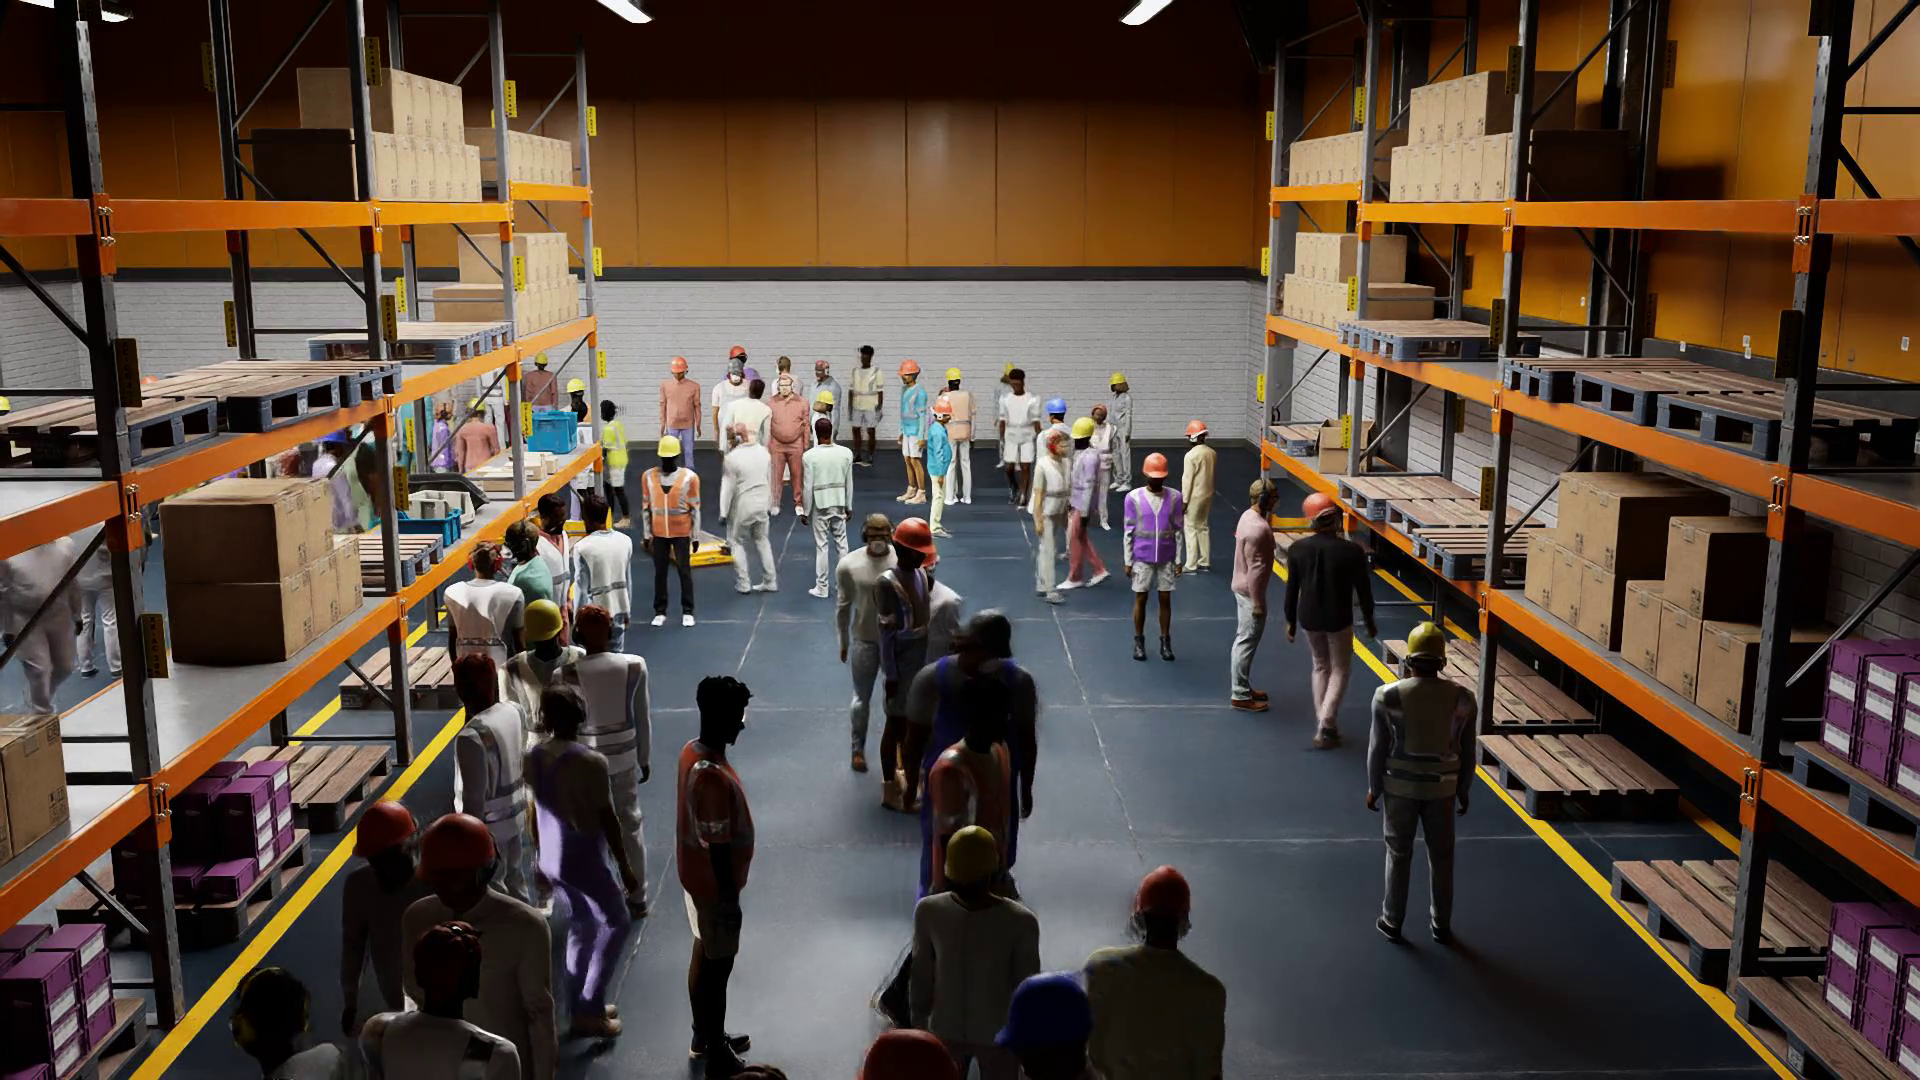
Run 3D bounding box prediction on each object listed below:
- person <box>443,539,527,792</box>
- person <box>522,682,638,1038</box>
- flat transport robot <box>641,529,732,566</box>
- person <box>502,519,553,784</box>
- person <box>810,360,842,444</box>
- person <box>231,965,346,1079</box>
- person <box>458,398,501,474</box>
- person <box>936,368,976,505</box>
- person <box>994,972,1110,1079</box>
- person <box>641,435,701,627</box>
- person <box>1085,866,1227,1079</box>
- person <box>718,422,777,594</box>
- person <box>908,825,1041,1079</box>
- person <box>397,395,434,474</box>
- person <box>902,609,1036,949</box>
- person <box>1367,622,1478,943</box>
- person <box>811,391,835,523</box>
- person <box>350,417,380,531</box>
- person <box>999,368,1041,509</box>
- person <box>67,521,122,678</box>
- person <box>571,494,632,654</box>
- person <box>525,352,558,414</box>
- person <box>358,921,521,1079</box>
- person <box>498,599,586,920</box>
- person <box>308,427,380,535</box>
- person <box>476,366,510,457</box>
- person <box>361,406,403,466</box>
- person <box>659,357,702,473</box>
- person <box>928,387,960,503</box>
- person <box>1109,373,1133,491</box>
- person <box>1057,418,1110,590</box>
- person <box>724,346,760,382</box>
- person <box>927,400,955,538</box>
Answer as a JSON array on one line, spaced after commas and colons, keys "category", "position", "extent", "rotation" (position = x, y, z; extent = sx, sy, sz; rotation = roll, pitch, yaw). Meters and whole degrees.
[{"category": "person", "position": [-3.281, 0.915, 11.570], "extent": [0.560, 1.836, 0.390], "rotation": [1, 11, 4]}, {"category": "person", "position": [-1.866, 1.596, 8.193], "extent": [0.579, 1.814, 0.391], "rotation": [7, 14, 33]}, {"category": "flat transport robot", "position": [-3.231, 0.067, 19.749], "extent": [0.652, 0.197, 1.431], "rotation": [-7, 13, -31]}, {"category": "person", "position": [-3.064, 0.805, 11.852], "extent": [0.372, 1.940, 0.632], "rotation": [-4, 12, -19]}, {"category": "person", "position": [-2.017, -1.708, 24.566], "extent": [0.400, 1.900, 0.646], "rotation": [-9, 14, -37]}, {"category": "person", "position": [-2.051, 2.205, 5.152], "extent": [0.896, 1.812, 0.624], "rotation": [2, 11, 11]}, {"category": "person", "position": [-6.112, -0.923, 21.112], "extent": [0.544, 1.735, 0.794], "rotation": [2, 11, 9]}, {"category": "person", "position": [-0.065, -1.436, 23.151], "extent": [0.590, 1.922, 0.390], "rotation": [-4, 12, -19]}, {"category": "person", "position": [0.463, 2.182, 5.097], "extent": [0.969, 1.895, 0.649], "rotation": [-4, 12, -19]}, {"category": "person", "position": [-2.839, -0.082, 16.366], "extent": [0.587, 1.917, 0.400], "rotation": [1, 11, 6]}, {"category": "person", "position": [0.704, 2.061, 6.180], "extent": [0.550, 1.716, 0.871], "rotation": [3, 12, 16]}, {"category": "person", "position": [-2.280, -0.329, 17.729], "extent": [0.435, 1.875, 0.651], "rotation": [9, 15, 39]}, {"category": "person", "position": [0.049, 1.954, 6.533], "extent": [0.533, 1.765, 0.330], "rotation": [3, 12, 14]}, {"category": "person", "position": [-7.602, -1.399, 22.989], "extent": [0.652, 1.904, 0.403], "rotation": [1, 11, 6]}, {"category": "person", "position": [0.046, 1.300, 9.113], "extent": [0.746, 2.000, 0.585], "rotation": [-1, 11, -4]}, {"category": "person", "position": [2.570, 1.363, 9.320], "extent": [0.592, 1.833, 0.404], "rotation": [1, 11, 5]}, {"category": "person", "position": [-1.790, -1.100, 21.921], "extent": [0.310, 1.735, 0.484], "rotation": [2, 12, 12]}, {"category": "person", "position": [-6.939, -0.674, 19.563], "extent": [0.515, 1.813, 0.795], "rotation": [-2, 11, -10]}, {"category": "person", "position": [0.826, -1.390, 22.842], "extent": [0.623, 1.943, 0.419], "rotation": [2, 11, 10]}, {"category": "person", "position": [-7.582, 0.353, 14.610], "extent": [0.566, 1.744, 0.350], "rotation": [0, 11, -1]}, {"category": "person", "position": [-2.779, 0.592, 13.008], "extent": [0.399, 1.906, 0.603], "rotation": [7, 13, 30]}, {"category": "person", "position": [-6.906, -2.226, 27.504], "extent": [0.529, 1.758, 0.352], "rotation": [-3, 12, -13]}, {"category": "person", "position": [-1.641, 2.133, 5.366], "extent": [0.577, 1.877, 0.342], "rotation": [4, 12, 17]}, {"category": "person", "position": [-2.347, 1.263, 9.636], "extent": [0.595, 1.910, 0.397], "rotation": [-3, 12, -14]}, {"category": "person", "position": [-6.524, -0.377, 17.520], "extent": [0.698, 2.000, 0.917], "rotation": [1, 11, 3]}, {"category": "person", "position": [-7.681, -2.269, 27.405], "extent": [0.573, 1.883, 0.355], "rotation": [4, 12, 19]}, {"category": "person", "position": [-7.661, -1.193, 22.066], "extent": [0.371, 1.885, 0.594], "rotation": [10, 15, 42]}, {"category": "person", "position": [-4.054, -1.667, 24.130], "extent": [0.611, 1.985, 0.393], "rotation": [-1, 11, -7]}, {"category": "person", "position": [-0.187, -1.332, 23.330], "extent": [0.515, 1.636, 0.315], "rotation": [-1, 11, -3]}, {"category": "person", "position": [2.325, -1.584, 24.352], "extent": [0.326, 1.734, 0.490], "rotation": [-7, 13, -30]}, {"category": "person", "position": [1.344, -0.393, 17.979], "extent": [0.607, 1.893, 0.665], "rotation": [-1, 11, -5]}, {"category": "person", "position": [-3.361, -1.965, 25.546], "extent": [0.606, 2.025, 0.442], "rotation": [-8, 14, -35]}, {"category": "person", "position": [-0.235, -0.892, 20.874], "extent": [0.354, 1.737, 0.574], "rotation": [0, 11, -1]}]
